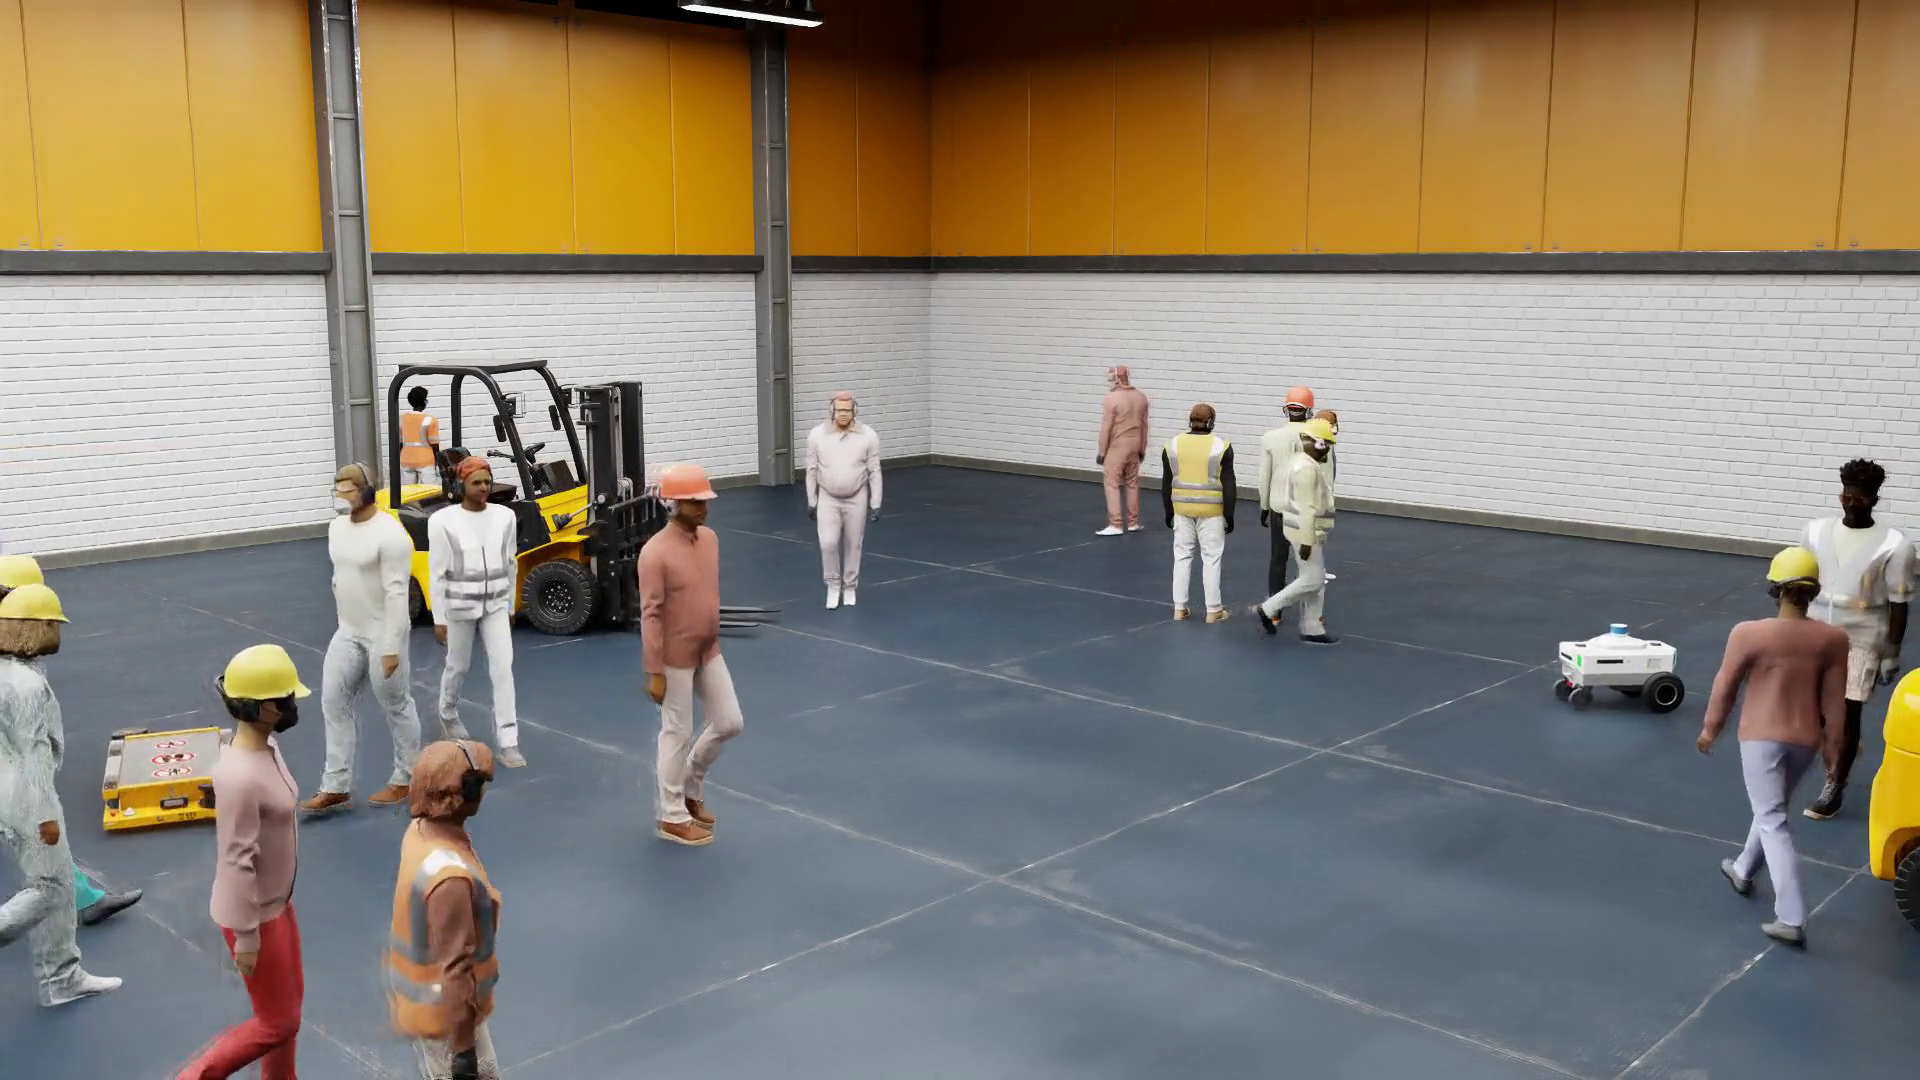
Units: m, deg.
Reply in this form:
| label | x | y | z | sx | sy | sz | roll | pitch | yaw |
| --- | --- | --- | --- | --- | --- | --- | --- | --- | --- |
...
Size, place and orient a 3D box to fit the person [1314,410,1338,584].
| label | x | y | z | sx | sy | sz | roll | pitch | yaw |
| --- | --- | --- | --- | --- | --- | --- | --- | --- | --- |
| person | 3.414 | -0.413 | 15.686 | 0.282 | 1.633 | 0.498 | 5 | 10 | 28 |

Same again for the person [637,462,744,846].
| label | x | y | z | sx | sy | sz | roll | pitch | yaw |
| --- | --- | --- | --- | --- | --- | --- | --- | --- | --- |
| person | -1.375 | 0.588 | 8.475 | 0.434 | 1.980 | 0.650 | 5 | 10 | 27 |

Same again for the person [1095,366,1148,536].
| label | x | y | z | sx | sy | sz | roll | pitch | yaw |
| --- | --- | --- | --- | --- | --- | --- | --- | --- | --- |
| person | 1.792 | -0.992 | 18.500 | 0.853 | 1.882 | 0.392 | -9 | 13 | -44 |

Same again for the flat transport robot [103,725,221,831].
| label | x | y | z | sx | sy | sz | roll | pitch | yaw |
| --- | --- | --- | --- | --- | --- | --- | --- | --- | --- |
| flat transport robot | -4.434 | 1.299 | 9.362 | 0.652 | 0.197 | 1.431 | -4 | 10 | -24 |

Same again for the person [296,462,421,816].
| label | x | y | z | sx | sy | sz | roll | pitch | yaw |
| --- | --- | --- | --- | --- | --- | --- | --- | --- | --- |
| person | -3.264 | 0.550 | 8.911 | 0.655 | 1.914 | 0.803 | 6 | 11 | 32 |

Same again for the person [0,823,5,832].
| label | x | y | z | sx | sy | sz | roll | pitch | yaw |
| --- | --- | --- | --- | --- | --- | --- | --- | --- | --- |
| person | -5.277 | 0.775 | 8.502 | 0.818 | 1.605 | 0.523 | -9 | 13 | -43 |

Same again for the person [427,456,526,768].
| label | x | y | z | sx | sy | sz | roll | pitch | yaw |
| --- | --- | --- | --- | --- | --- | --- | --- | --- | --- |
| person | -2.953 | 0.401 | 10.081 | 0.582 | 1.844 | 0.980 | -7 | 12 | -37 |

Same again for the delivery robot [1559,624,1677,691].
| label | x | y | z | sx | sy | sz | roll | pitch | yaw |
| --- | --- | --- | --- | --- | --- | --- | --- | --- | --- |
| delivery robot | 4.427 | 0.809 | 11.212 | 0.707 | 0.478 | 0.477 | -1 | 9 | -3 |

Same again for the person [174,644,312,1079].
| label | x | y | z | sx | sy | sz | roll | pitch | yaw |
| --- | --- | --- | --- | --- | --- | --- | --- | --- | --- |
| person | -2.347 | 1.201 | 5.422 | 0.522 | 1.749 | 0.532 | -2 | 10 | -15 |

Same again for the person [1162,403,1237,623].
| label | x | y | z | sx | sy | sz | roll | pitch | yaw |
| --- | --- | --- | --- | --- | --- | --- | --- | --- | --- |
| person | 2.010 | -0.225 | 13.924 | 0.633 | 1.835 | 0.429 | 5 | 10 | 26 |

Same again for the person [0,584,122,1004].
| label | x | y | z | sx | sy | sz | roll | pitch | yaw |
| --- | --- | --- | --- | --- | --- | --- | --- | --- | --- |
| person | -3.728 | 1.040 | 6.527 | 0.614 | 1.706 | 0.536 | -7 | 12 | -37 |

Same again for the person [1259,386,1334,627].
| label | x | y | z | sx | sy | sz | roll | pitch | yaw |
| --- | --- | --- | --- | --- | --- | --- | --- | --- | --- |
| person | 2.773 | -0.273 | 13.725 | 0.617 | 1.994 | 0.381 | 3 | 10 | 20 |

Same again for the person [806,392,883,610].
| label | x | y | z | sx | sy | sz | roll | pitch | yaw |
| --- | --- | --- | --- | --- | --- | --- | --- | --- | --- |
| person | -1.001 | -0.334 | 14.420 | 0.669 | 1.883 | 0.675 | 0 | 9 | -2 |

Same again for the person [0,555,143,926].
| label | x | y | z | sx | sy | sz | roll | pitch | yaw |
| --- | --- | --- | --- | --- | --- | --- | --- | --- | --- |
| person | -4.135 | 0.924 | 7.256 | 0.888 | 1.700 | 0.554 | -5 | 11 | -29 |

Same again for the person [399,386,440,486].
| label | x | y | z | sx | sy | sz | roll | pitch | yaw |
| --- | --- | --- | --- | --- | --- | --- | --- | --- | --- |
| person | -5.849 | -0.817 | 18.001 | 0.531 | 1.691 | 0.321 | 3 | 10 | 16 |

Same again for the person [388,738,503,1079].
| label | x | y | z | sx | sy | sz | roll | pitch | yaw |
| --- | --- | --- | --- | --- | --- | --- | --- | --- | --- |
| person | -1.504 | 1.367 | 4.797 | 0.608 | 1.621 | 0.543 | -4 | 10 | -24 |

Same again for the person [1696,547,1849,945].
| label | x | y | z | sx | sy | sz | roll | pitch | yaw |
| --- | --- | --- | --- | --- | --- | --- | --- | --- | --- |
| person | 3.663 | 0.885 | 7.498 | 0.538 | 1.710 | 0.921 | -1 | 9 | -4 |

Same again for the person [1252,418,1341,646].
| label | x | y | z | sx | sy | sz | roll | pitch | yaw |
| --- | --- | --- | --- | --- | --- | --- | --- | --- | --- |
| person | 2.664 | -0.056 | 12.990 | 0.615 | 1.795 | 0.619 | 2 | 9 | 12 |

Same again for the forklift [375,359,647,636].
| label | x | y | z | sx | sy | sz | roll | pitch | yaw |
| --- | --- | --- | --- | --- | --- | --- | --- | --- | --- |
| forklift | -3.850 | -0.407 | 13.936 | 2.313 | 2.155 | 1.214 | 2 | 9 | 11 |

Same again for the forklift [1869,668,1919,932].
| label | x | y | z | sx | sy | sz | roll | pitch | yaw |
| --- | --- | --- | --- | --- | --- | --- | --- | --- | --- |
| forklift | 5.205 | 0.723 | 7.013 | 2.313 | 2.155 | 1.214 | 9 | 13 | 43 |

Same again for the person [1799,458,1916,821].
| label | x | y | z | sx | sy | sz | roll | pitch | yaw |
| --- | --- | --- | --- | --- | --- | --- | --- | --- | --- |
| person | 4.810 | 0.517 | 9.004 | 0.657 | 1.951 | 0.630 | -7 | 11 | -35 |
